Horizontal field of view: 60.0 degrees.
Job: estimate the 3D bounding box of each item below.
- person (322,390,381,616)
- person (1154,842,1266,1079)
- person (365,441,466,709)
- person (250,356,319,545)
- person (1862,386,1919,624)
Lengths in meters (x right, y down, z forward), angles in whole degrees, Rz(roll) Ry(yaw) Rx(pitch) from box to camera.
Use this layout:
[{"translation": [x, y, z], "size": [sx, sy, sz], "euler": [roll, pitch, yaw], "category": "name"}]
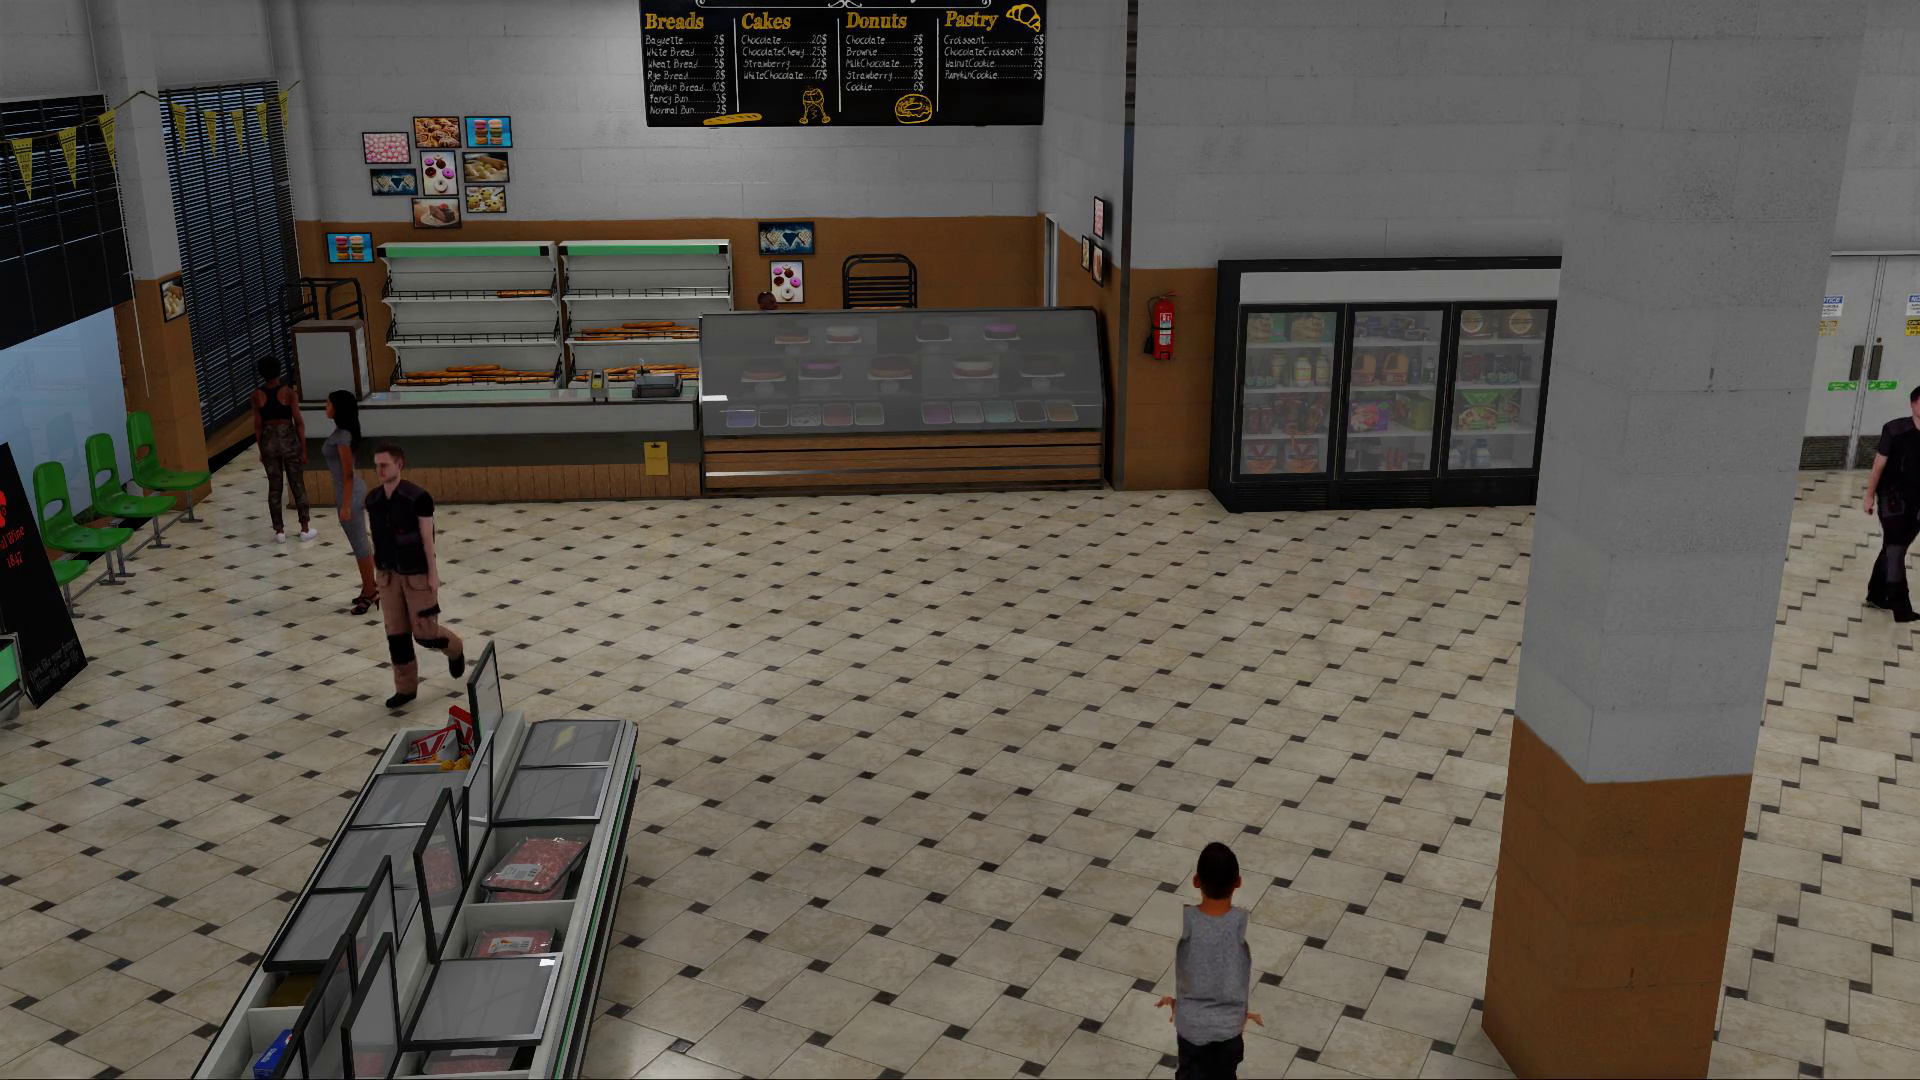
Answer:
[{"translation": [-4.755, -0.301, 13.027], "size": [0.659, 1.781, 0.495], "euler": [-3, 17, -11], "category": "person"}, {"translation": [0.982, 1.864, 6.514], "size": [0.705, 1.422, 1.051], "euler": [2, 17, 5], "category": "person"}, {"translation": [-3.691, 0.204, 11.285], "size": [0.874, 1.827, 1.002], "euler": [5, 18, 15], "category": "person"}, {"translation": [-6.067, -0.815, 14.858], "size": [0.594, 1.700, 0.560], "euler": [-3, 17, -11], "category": "person"}, {"translation": [7.323, -0.308, 12.989], "size": [0.752, 1.817, 1.047], "euler": [-1, 17, -3], "category": "person"}]
